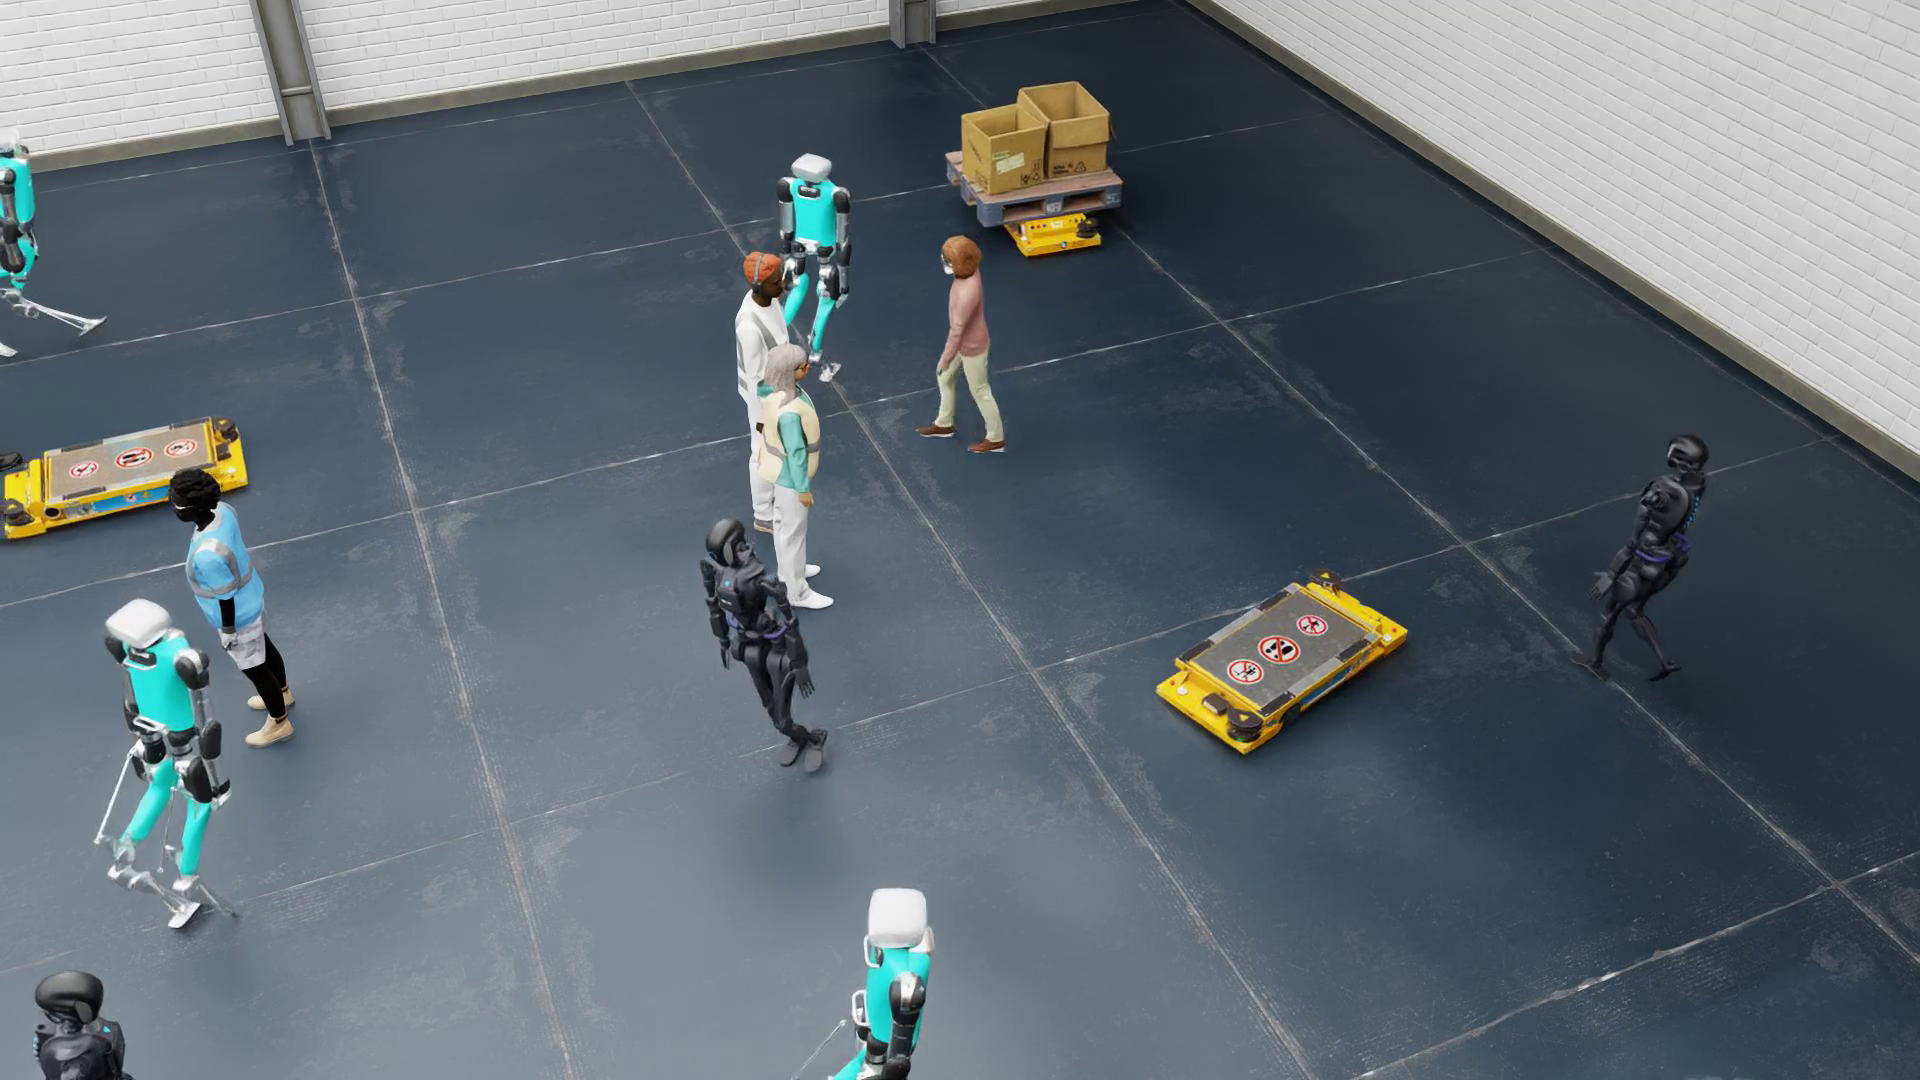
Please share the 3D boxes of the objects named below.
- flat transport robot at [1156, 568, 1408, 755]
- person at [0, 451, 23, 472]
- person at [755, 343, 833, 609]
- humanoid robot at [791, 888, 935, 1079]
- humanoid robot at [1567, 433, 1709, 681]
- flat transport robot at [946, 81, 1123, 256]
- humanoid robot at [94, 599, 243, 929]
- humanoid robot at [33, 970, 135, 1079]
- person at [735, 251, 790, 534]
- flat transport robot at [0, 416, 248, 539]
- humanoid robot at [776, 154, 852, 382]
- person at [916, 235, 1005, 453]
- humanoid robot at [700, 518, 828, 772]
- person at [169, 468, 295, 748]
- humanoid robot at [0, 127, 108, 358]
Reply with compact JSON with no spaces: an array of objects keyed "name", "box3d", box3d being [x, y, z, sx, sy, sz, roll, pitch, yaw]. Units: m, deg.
[{"name":"flat transport robot","box3d":[1.840,0.660,9.414,1.431,0.231,0.659,-28,46,-32]},{"name":"person","box3d":[-6.544,-1.282,10.581,0.545,1.929,0.381,22,43,26]},{"name":"person","box3d":[-0.980,-0.370,9.572,0.371,1.709,0.464,-9,38,-11]},{"name":"humanoid robot","box3d":[-0.556,2.056,6.418,0.935,1.800,0.559,-4,38,-6]},{"name":"humanoid robot","box3d":[3.712,0.143,8.945,0.608,1.642,0.540,-23,43,-27]},{"name":"flat transport robot","box3d":[0.617,-2.811,13.932,0.659,0.231,1.431,-12,39,-15]},{"name":"humanoid robot","box3d":[-3.669,1.174,7.570,0.541,1.796,0.811,15,40,19]},{"name":"humanoid robot","box3d":[-3.311,2.230,6.278,0.785,1.631,0.609,-12,39,-15]},{"name":"person","box3d":[-1.167,-0.897,10.116,0.337,1.882,0.583,3,38,4]},{"name":"flat transport robot","box3d":[-5.431,-0.421,10.822,1.431,0.231,0.659,-15,40,-19]},{"name":"humanoid robot","box3d":[-1.089,-1.634,11.243,0.531,1.776,1.029,13,39,17]},{"name":"person","box3d":[-0.017,-1.260,10.815,0.708,1.602,0.512,-1,38,-2]},{"name":"humanoid robot","box3d":[-0.977,0.530,8.438,0.621,1.628,0.473,19,42,23]},{"name":"person","box3d":[-3.781,0.345,8.649,0.315,1.698,0.540,-9,38,-12]},{"name":"humanoid robot","box3d":[-6.800,-2.046,11.733,1.046,1.716,0.530,-8,38,-11]}]
